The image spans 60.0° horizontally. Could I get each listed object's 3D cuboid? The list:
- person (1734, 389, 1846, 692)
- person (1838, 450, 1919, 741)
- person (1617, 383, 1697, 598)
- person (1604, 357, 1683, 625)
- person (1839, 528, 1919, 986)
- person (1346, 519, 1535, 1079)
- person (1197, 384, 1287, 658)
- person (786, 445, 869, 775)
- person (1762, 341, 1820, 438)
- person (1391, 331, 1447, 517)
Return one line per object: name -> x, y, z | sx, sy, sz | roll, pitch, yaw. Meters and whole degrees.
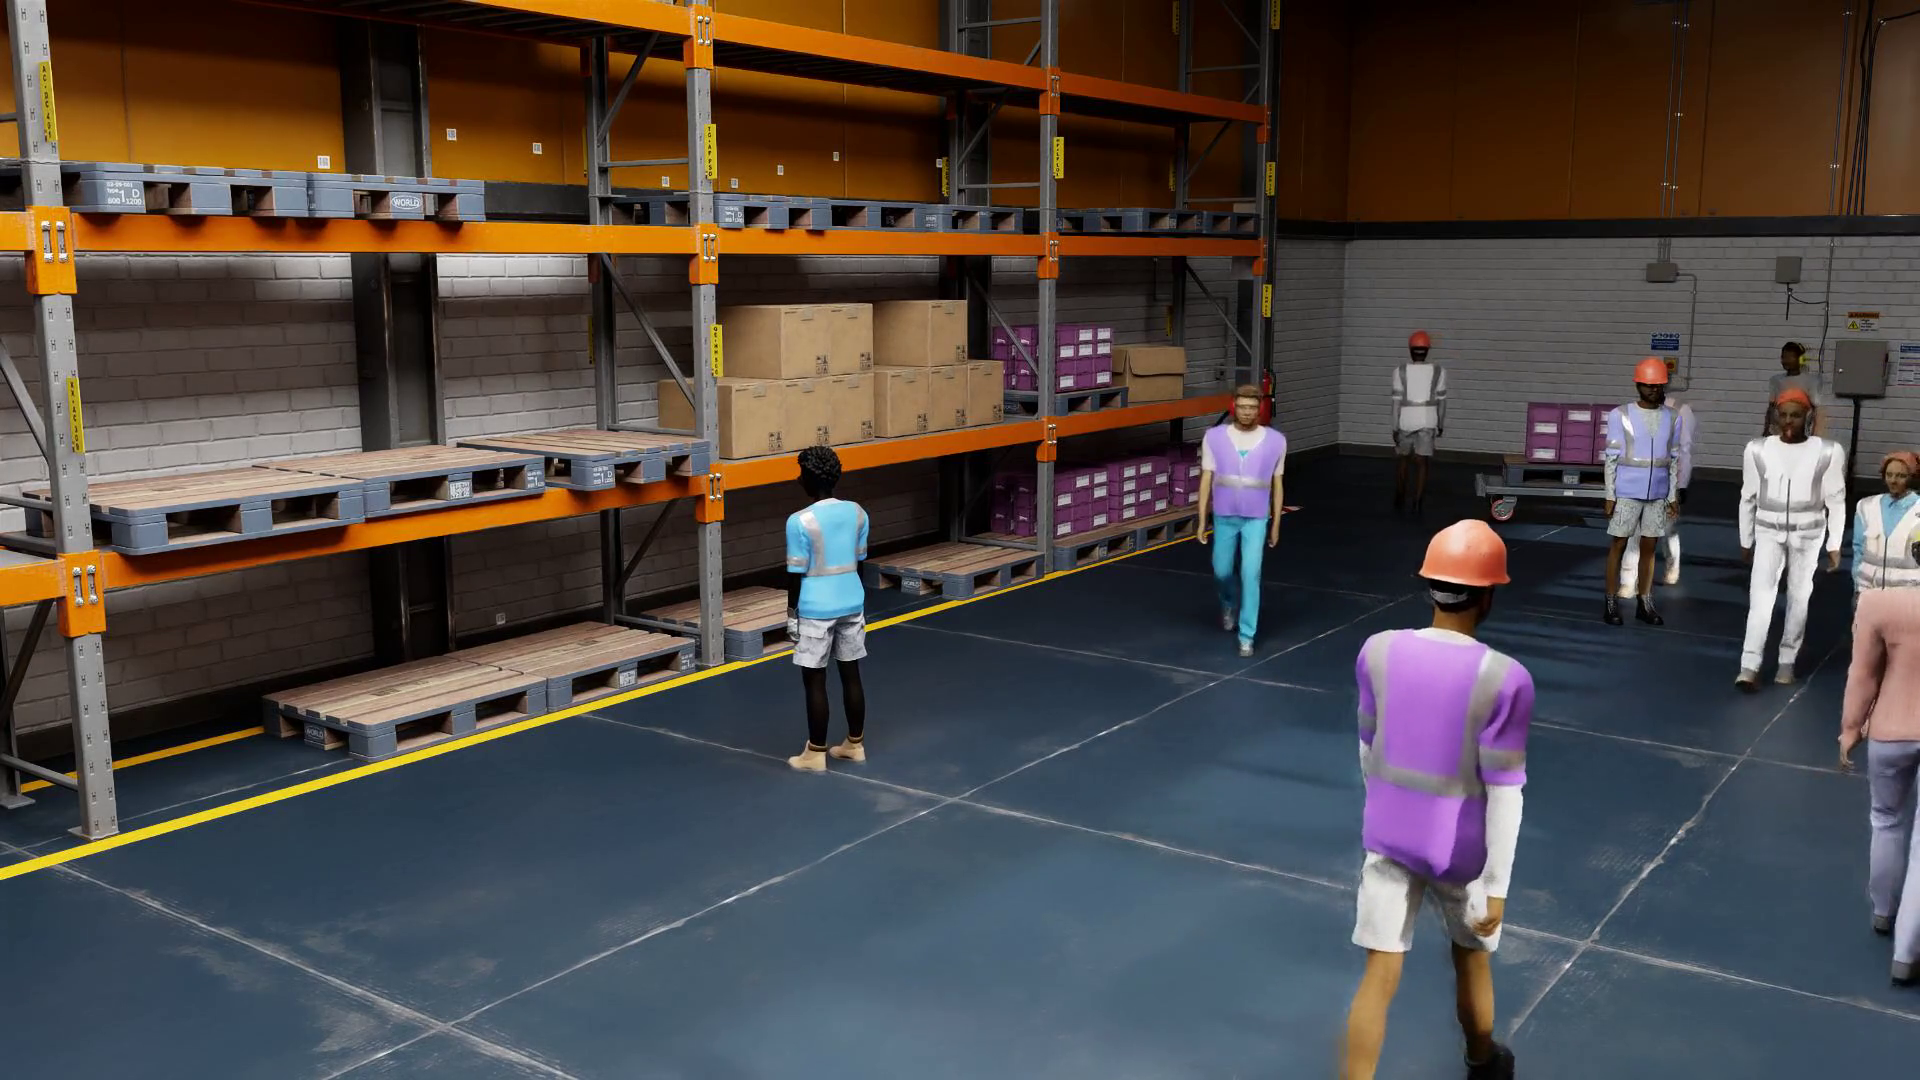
person -> 5.025, 0.018, 10.096 | 0.598, 1.839, 0.940 | 6, 11, 31
person -> 5.173, 0.300, 9.118 | 0.700, 1.615, 0.522 | -6, 11, -33
person -> 5.474, -0.469, 13.127 | 0.631, 1.816, 0.831 | 7, 12, 38
person -> 4.921, -0.344, 11.992 | 0.543, 1.939, 0.360 | 0, 10, -1
person -> 3.611, 0.730, 6.193 | 0.543, 1.739, 0.831 | 8, 12, 38
person -> 1.399, 0.878, 4.898 | 0.547, 1.889, 0.992 | 7, 12, 35
person -> 1.912, -0.160, 11.285 | 0.574, 1.821, 0.781 | 2, 10, 14
person -> -0.684, 0.361, 8.536 | 0.320, 1.694, 0.534 | 9, 13, 43
person -> 7.972, -0.981, 16.031 | 0.394, 1.858, 0.503 | -5, 11, -28
person -> 4.770, -1.222, 17.354 | 0.553, 1.897, 0.849 | 2, 10, 14
